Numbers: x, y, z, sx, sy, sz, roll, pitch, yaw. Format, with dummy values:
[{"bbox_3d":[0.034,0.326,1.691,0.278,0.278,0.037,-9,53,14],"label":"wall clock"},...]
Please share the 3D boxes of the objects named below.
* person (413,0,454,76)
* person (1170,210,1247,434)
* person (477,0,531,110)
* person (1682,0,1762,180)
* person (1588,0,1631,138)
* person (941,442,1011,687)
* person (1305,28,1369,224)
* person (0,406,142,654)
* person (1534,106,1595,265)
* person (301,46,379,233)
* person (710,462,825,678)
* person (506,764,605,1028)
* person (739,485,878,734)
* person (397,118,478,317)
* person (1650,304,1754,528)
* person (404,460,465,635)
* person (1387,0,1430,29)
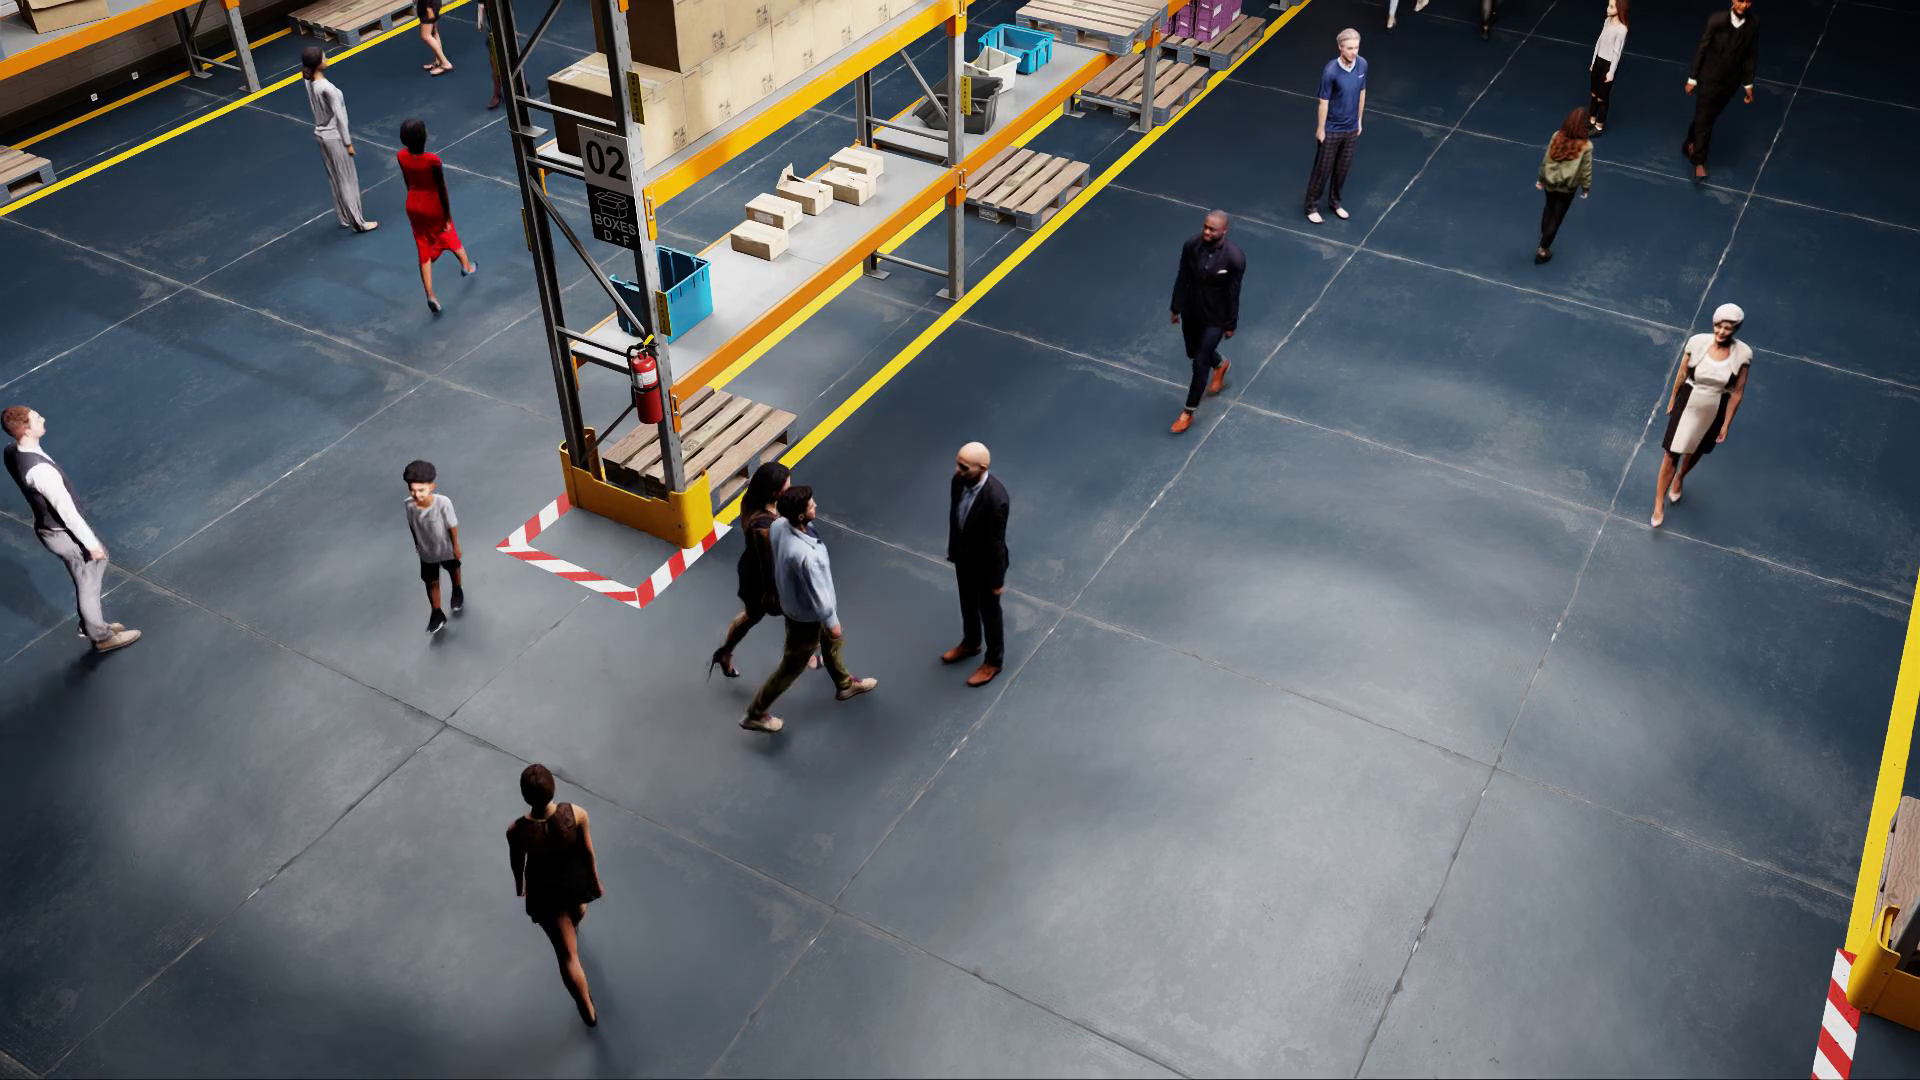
[{"bbox_3d":[-5.836,-5.961,18.417,0.753,1.549,0.691,-8,39,-10],"label":"person"},{"bbox_3d":[1.962,-1.763,12.968,0.858,1.790,1.205,29,47,31],"label":"person"},{"bbox_3d":[-4.827,-5.484,17.710,0.889,1.686,0.744,-30,47,-32],"label":"person"},{"bbox_3d":[7.469,-4.560,16.420,1.089,1.853,1.366,2,39,3],"label":"person"},{"bbox_3d":[6.661,-4.883,17.120,0.658,1.483,0.599,-10,40,-12],"label":"person"},{"bbox_3d":[0.124,0.120,10.603,0.720,1.799,0.753,-26,46,-29],"label":"person"},{"bbox_3d":[3.530,-3.880,15.556,0.689,1.867,0.792,-15,41,-18],"label":"person"},{"bbox_3d":[-5.839,-0.030,10.688,0.725,1.926,0.754,-27,46,-30],"label":"person"},{"bbox_3d":[5.385,-3.176,14.998,0.692,1.463,0.729,32,48,33],"label":"person"},{"bbox_3d":[-5.808,-3.710,15.419,0.628,1.773,0.591,30,47,32],"label":"person"},{"bbox_3d":[-1.303,0.245,10.548,1.109,1.672,1.020,-10,40,-13],"label":"person"},{"bbox_3d":[-2.056,1.850,8.578,1.101,1.621,1.064,-15,41,-18],"label":"person"},{"bbox_3d":[-1.034,0.474,10.181,1.257,1.772,1.163,-12,40,-14],"label":"person"},{"bbox_3d":[-4.589,-2.730,14.245,0.847,1.706,1.148,6,39,7],"label":"person"},{"bbox_3d":[5.378,-0.961,12.020,0.640,1.719,0.972,17,42,20],"label":"person"},{"bbox_3d":[-3.523,-0.040,11.250,0.705,1.242,0.821,-2,39,-2],"label":"person"},{"bbox_3d":[5.268,-6.809,19.336,0.709,1.728,1.269,23,44,26],"label":"person"}]
